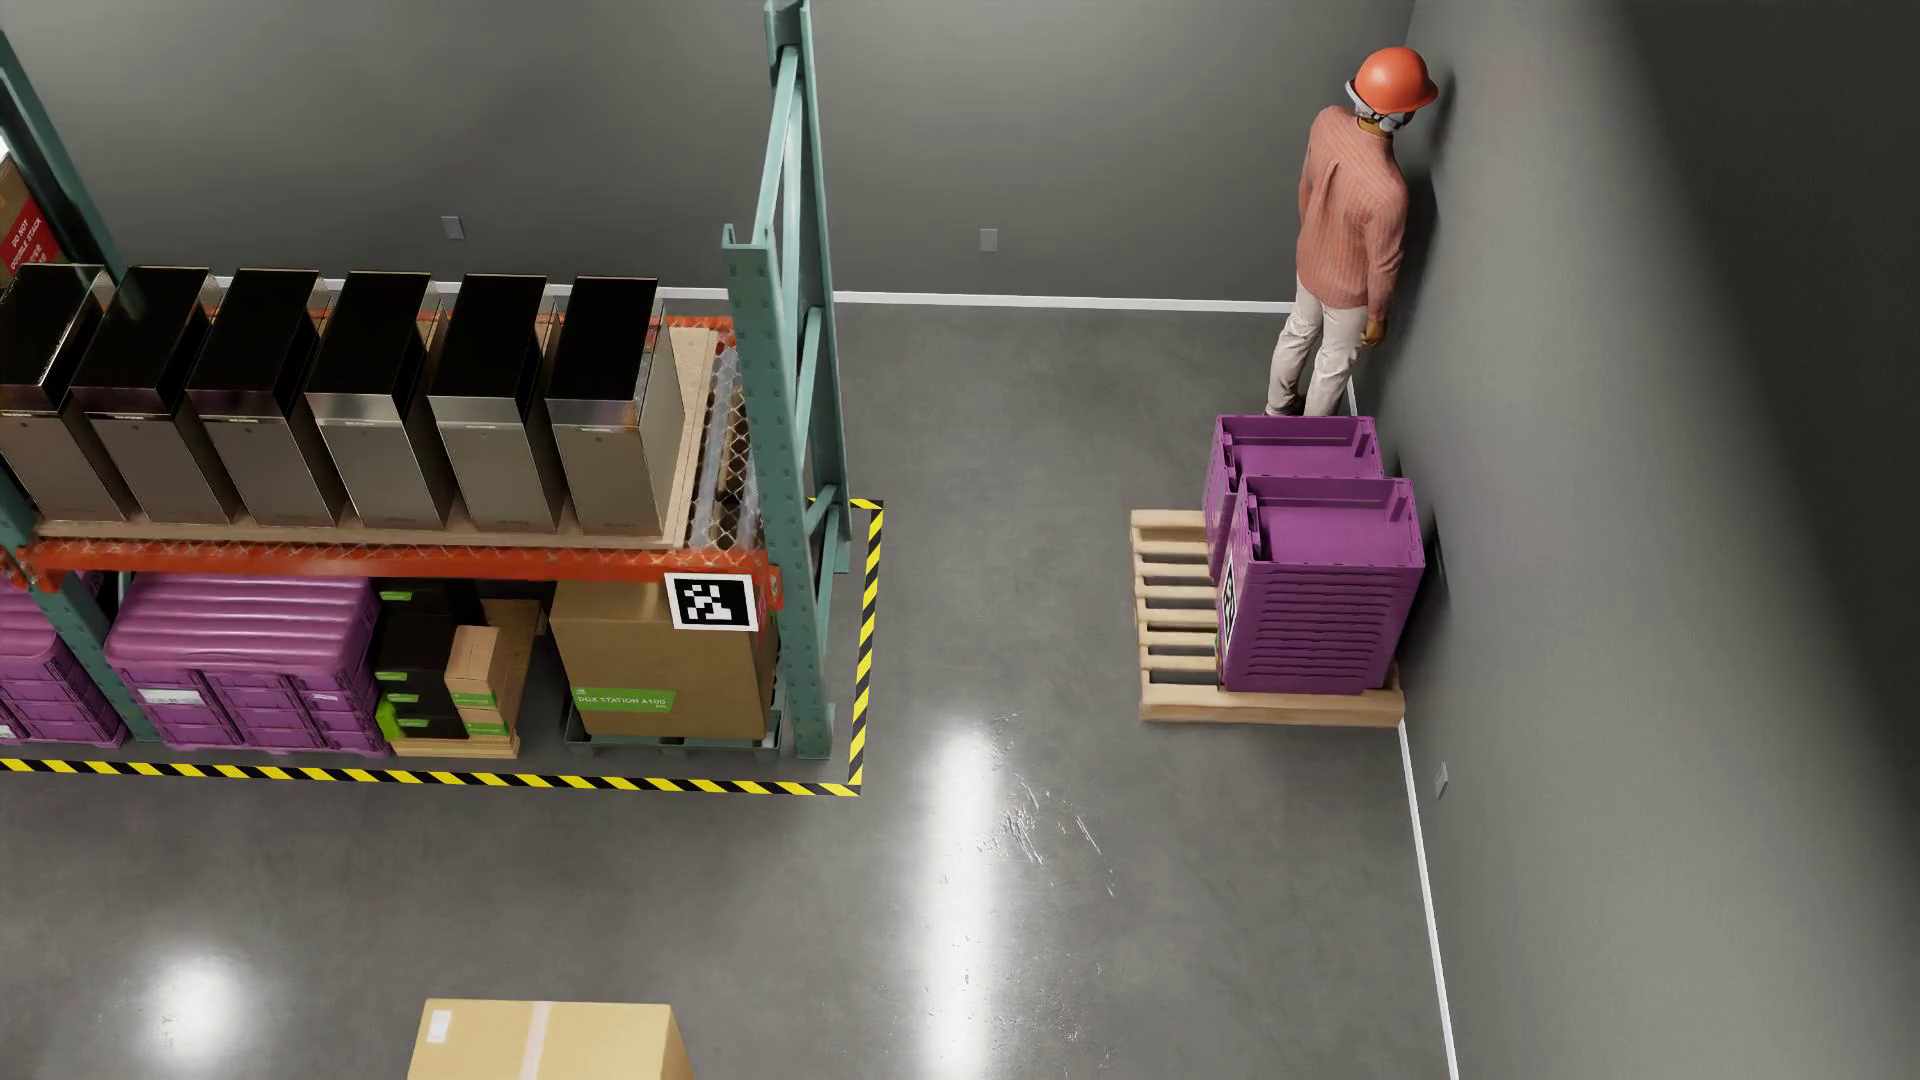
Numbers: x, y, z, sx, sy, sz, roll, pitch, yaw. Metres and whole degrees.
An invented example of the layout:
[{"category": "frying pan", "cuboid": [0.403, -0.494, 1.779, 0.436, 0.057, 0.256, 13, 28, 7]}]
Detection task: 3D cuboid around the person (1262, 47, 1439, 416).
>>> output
[{"category": "person", "cuboid": [1.500, -1.052, 6.486, 0.376, 1.995, 0.612, -18, 54, -13]}]
